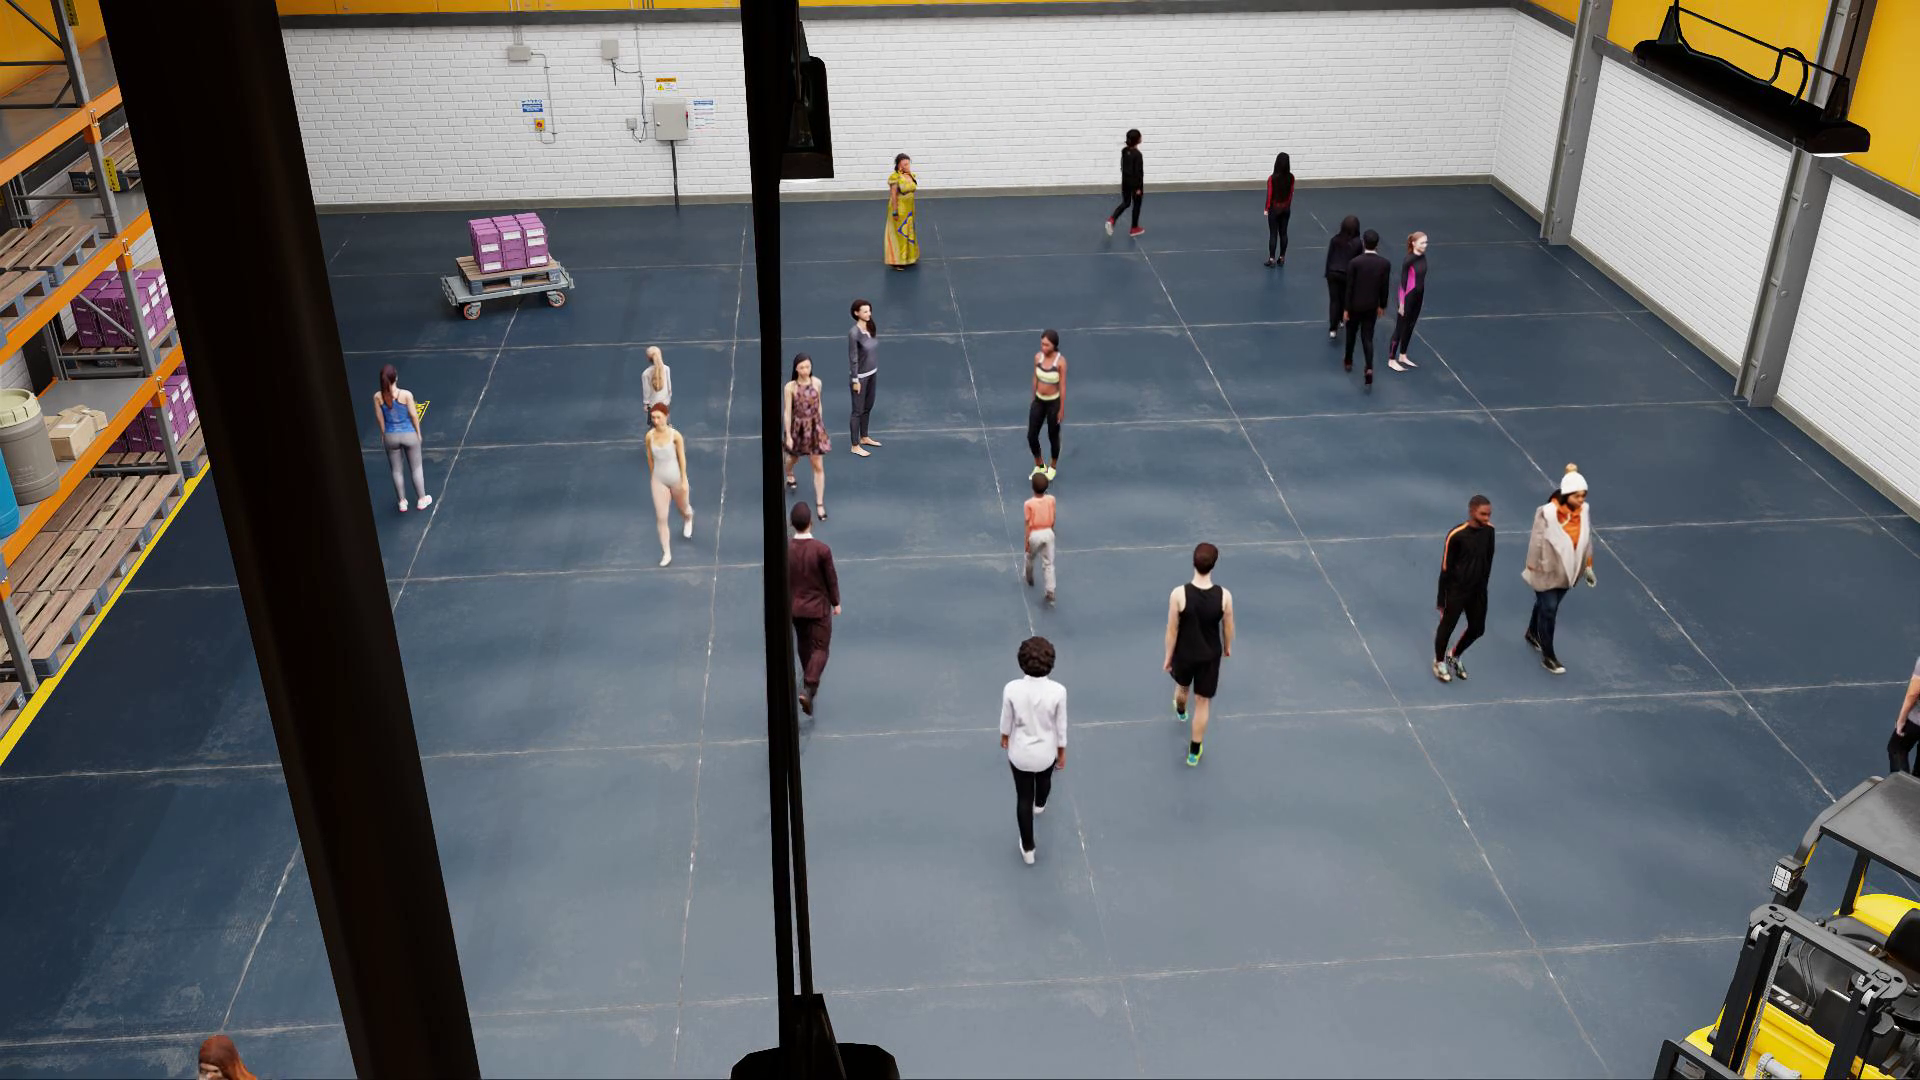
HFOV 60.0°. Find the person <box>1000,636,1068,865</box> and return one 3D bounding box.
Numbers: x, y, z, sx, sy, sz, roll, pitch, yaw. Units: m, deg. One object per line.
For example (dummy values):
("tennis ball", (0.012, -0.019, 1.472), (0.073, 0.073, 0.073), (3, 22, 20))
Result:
("person", (0.534, 1.576, 12.173), (0.689, 1.769, 1.067), (0, 29, 0))

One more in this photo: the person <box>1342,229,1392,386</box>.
("person", (4.892, -2.774, 20.067), (0.763, 1.845, 1.202), (0, 29, 1))

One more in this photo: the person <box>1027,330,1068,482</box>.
("person", (0.995, -1.461, 17.771), (0.725, 1.739, 0.779), (16, 32, 26))

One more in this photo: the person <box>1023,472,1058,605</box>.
("person", (0.781, -0.006, 15.566), (0.542, 1.296, 0.938), (-6, 29, -11))

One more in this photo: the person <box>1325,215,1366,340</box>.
("person", (4.908, -3.335, 21.372), (0.882, 1.580, 1.191), (7, 29, 13))

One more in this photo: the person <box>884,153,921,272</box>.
("person", (-0.827, -4.726, 23.840), (1.063, 1.660, 0.984), (19, 34, 30))

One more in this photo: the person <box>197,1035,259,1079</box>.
("person", (-3.849, 3.275, 9.145), (0.971, 1.685, 1.102), (18, 33, 29))

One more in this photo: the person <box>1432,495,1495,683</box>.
("person", (4.293, 0.382, 14.336), (0.715, 1.794, 0.697), (-7, 29, -12))

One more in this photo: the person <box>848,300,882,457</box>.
("person", (-1.083, -1.822, 18.404), (0.743, 1.767, 0.627), (13, 31, 22))

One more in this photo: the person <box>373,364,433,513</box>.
("person", (-5.774, -1.058, 17.167), (0.561, 1.610, 0.535), (-3, 29, -6))

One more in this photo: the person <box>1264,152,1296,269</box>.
("person", (4.590, -4.732, 23.853), (0.641, 1.658, 0.605), (-11, 30, -19))

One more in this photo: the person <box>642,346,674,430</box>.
("person", (-3.340, -1.548, 18.412), (0.600, 1.277, 0.647), (-22, 35, -34))

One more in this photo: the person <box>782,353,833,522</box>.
("person", (-1.638, -1.110, 17.134), (0.921, 1.734, 1.247), (-13, 31, -23))

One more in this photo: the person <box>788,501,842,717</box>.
("person", (-1.274, 0.586, 13.913), (0.903, 1.839, 1.209), (5, 29, 10))

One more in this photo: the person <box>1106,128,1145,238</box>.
("person", (2.516, -5.328, 24.945), (0.989, 1.659, 1.016), (-20, 35, -32))

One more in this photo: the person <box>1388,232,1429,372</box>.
("person", (5.562, -2.966, 20.519), (0.654, 1.750, 0.687), (-22, 35, -34))

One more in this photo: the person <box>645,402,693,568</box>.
("person", (-2.826, -0.605, 16.329), (0.654, 1.617, 1.034), (2, 29, 3))

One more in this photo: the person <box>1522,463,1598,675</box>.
("person", (5.197, 0.169, 14.644), (0.875, 1.872, 1.055), (-12, 31, -21))

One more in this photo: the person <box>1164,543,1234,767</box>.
("person", (1.891, 0.957, 13.218), (0.842, 1.855, 1.150), (3, 29, 6))
